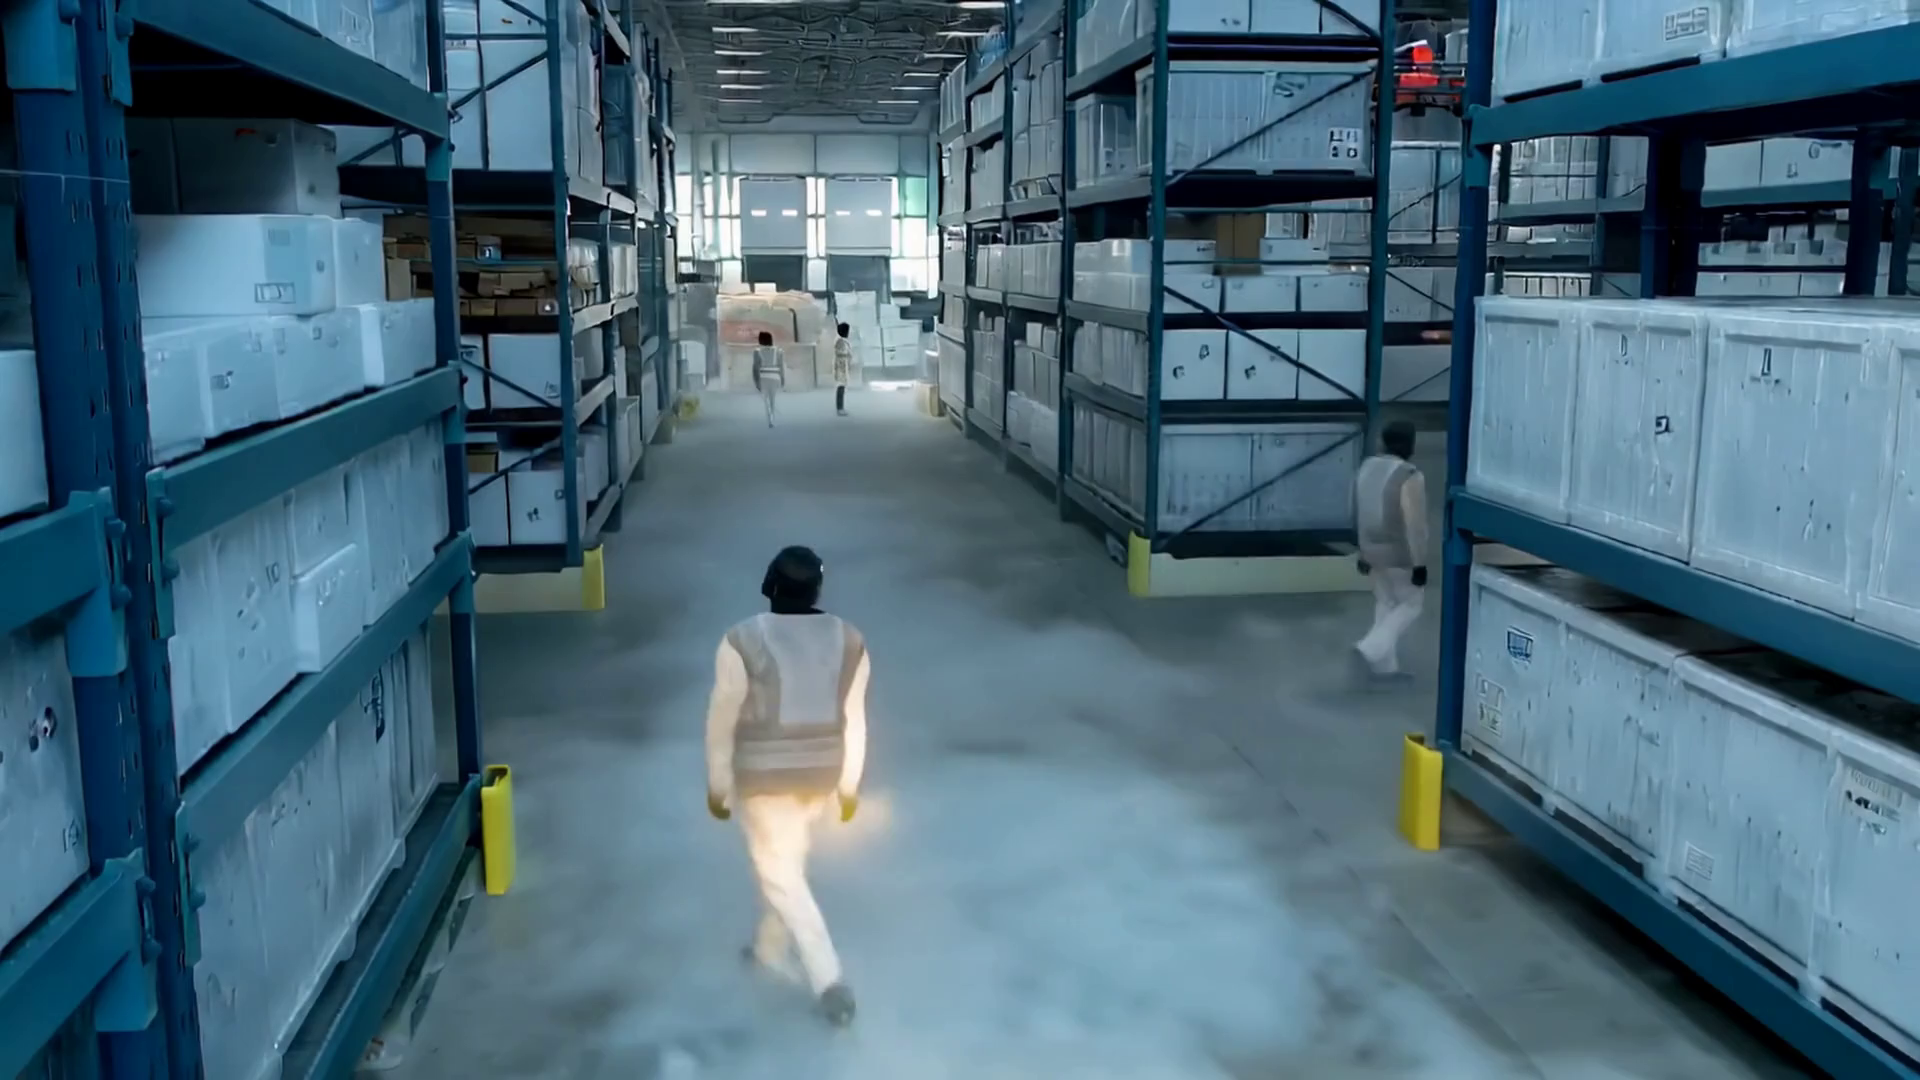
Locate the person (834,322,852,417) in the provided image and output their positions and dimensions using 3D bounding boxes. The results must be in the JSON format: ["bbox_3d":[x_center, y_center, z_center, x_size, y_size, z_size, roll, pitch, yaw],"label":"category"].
[{"bbox_3d":[-2.105,-3.060,29.822,0.318,1.697,0.536,-1,10,-7],"label":"person"}]

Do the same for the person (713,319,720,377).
[{"bbox_3d":[-5.555,-4.719,39.540,0.771,1.663,0.555,-5,11,-25],"label":"person"}]

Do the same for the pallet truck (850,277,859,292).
[{"bbox_3d":[-3.782,-9.391,65.808,1.885,1.965,0.823,2,10,10],"label":"pallet truck"}]

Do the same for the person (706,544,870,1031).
[{"bbox_3d":[-0.615,0.924,6.340,0.622,1.805,0.911,-7,12,-35],"label":"person"}]

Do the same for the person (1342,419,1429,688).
[{"bbox_3d":[2.813,0.108,11.009,0.586,1.821,0.640,-4,10,-21],"label":"person"}]

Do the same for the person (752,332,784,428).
[{"bbox_3d":[-3.239,-2.696,28.024,0.506,1.584,0.924,-3,10,-17],"label":"person"}]

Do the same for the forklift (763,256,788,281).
[{"bbox_3d":[-6.675,-8.875,60.234,1.129,2.768,1.873,0,10,-3],"label":"forklift"}]
